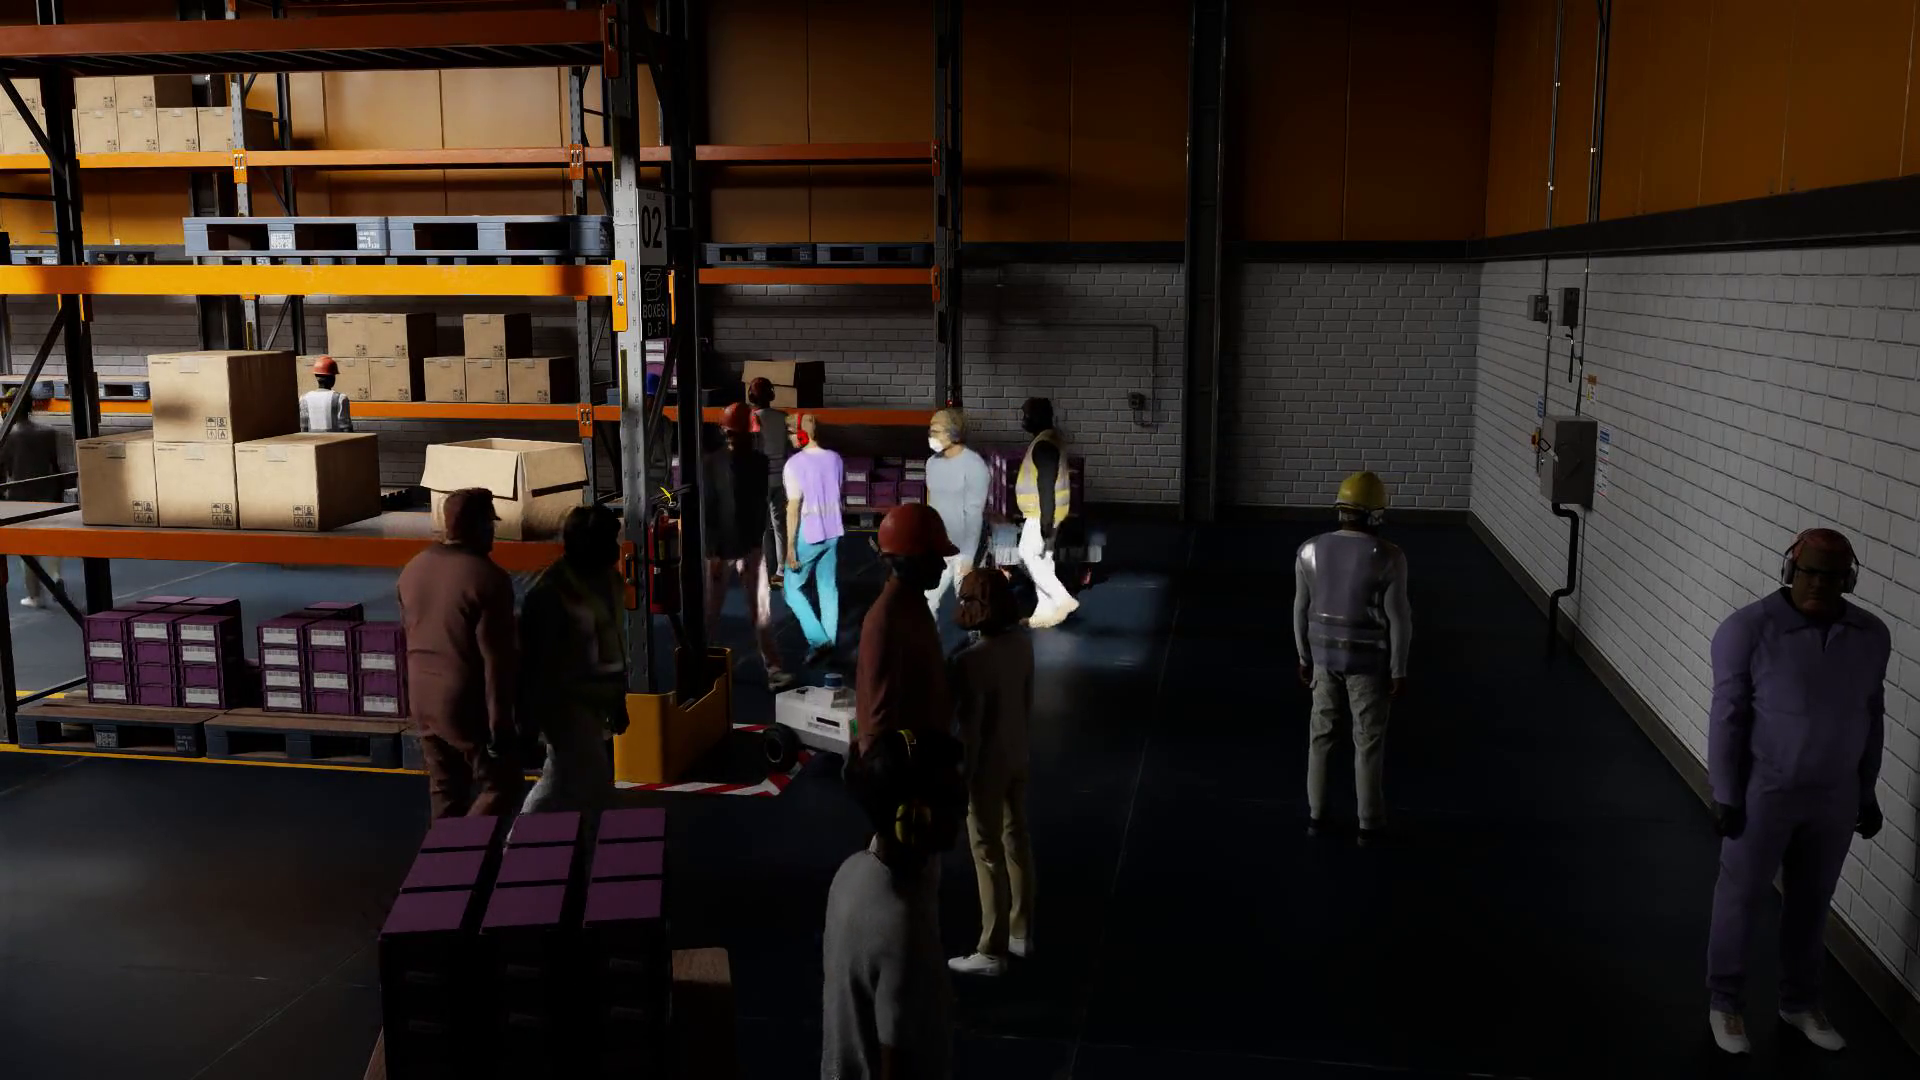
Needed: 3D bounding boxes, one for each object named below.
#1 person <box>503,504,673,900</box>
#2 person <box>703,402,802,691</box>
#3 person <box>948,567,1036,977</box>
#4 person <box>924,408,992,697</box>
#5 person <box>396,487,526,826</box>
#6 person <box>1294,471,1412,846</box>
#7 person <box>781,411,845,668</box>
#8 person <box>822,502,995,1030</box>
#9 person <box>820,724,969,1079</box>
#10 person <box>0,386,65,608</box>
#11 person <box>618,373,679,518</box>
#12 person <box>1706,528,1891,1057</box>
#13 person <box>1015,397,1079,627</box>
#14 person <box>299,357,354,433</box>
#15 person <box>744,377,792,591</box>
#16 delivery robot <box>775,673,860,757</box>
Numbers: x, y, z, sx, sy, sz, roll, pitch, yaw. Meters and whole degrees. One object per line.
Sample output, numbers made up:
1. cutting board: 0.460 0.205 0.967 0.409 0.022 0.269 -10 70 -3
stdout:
1. person: -1.740 0.731 7.333 0.883 1.804 0.632 2 9 11
2. person: -1.461 0.054 11.060 0.630 1.933 1.024 -9 12 -43
3. person: 0.125 0.920 6.638 0.279 1.632 0.502 6 11 34
4. person: -0.096 0.106 10.796 0.737 1.912 0.648 -8 12 -41
5. person: -2.144 0.716 7.120 0.653 1.888 0.476 5 11 29
6. person: 1.932 0.575 8.161 0.594 1.832 0.403 8 12 39
7. person: -1.005 0.012 11.669 0.441 1.827 0.605 9 13 44
8. person: -0.234 0.840 6.195 0.804 1.978 0.630 1 9 5
9. person: -0.021 1.300 3.619 0.768 1.842 0.555 -3 10 -20
10. person: -7.688 -0.340 13.759 0.477 1.856 0.545 7 11 36
11. person: -2.611 -0.433 14.051 0.389 1.949 0.604 5 10 28
12. person: 2.999 0.897 5.944 0.643 1.905 0.400 -1 9 -3
13. person: 0.643 -0.202 12.984 0.434 1.829 0.658 1 9 4
14. person: -6.416 -0.891 16.935 0.545 1.938 0.362 1 9 6
15. person: -1.710 -0.492 14.629 0.359 1.882 0.575 8 12 40
16. delivery robot: -0.698 0.988 9.262 0.707 0.478 0.477 8 12 41
